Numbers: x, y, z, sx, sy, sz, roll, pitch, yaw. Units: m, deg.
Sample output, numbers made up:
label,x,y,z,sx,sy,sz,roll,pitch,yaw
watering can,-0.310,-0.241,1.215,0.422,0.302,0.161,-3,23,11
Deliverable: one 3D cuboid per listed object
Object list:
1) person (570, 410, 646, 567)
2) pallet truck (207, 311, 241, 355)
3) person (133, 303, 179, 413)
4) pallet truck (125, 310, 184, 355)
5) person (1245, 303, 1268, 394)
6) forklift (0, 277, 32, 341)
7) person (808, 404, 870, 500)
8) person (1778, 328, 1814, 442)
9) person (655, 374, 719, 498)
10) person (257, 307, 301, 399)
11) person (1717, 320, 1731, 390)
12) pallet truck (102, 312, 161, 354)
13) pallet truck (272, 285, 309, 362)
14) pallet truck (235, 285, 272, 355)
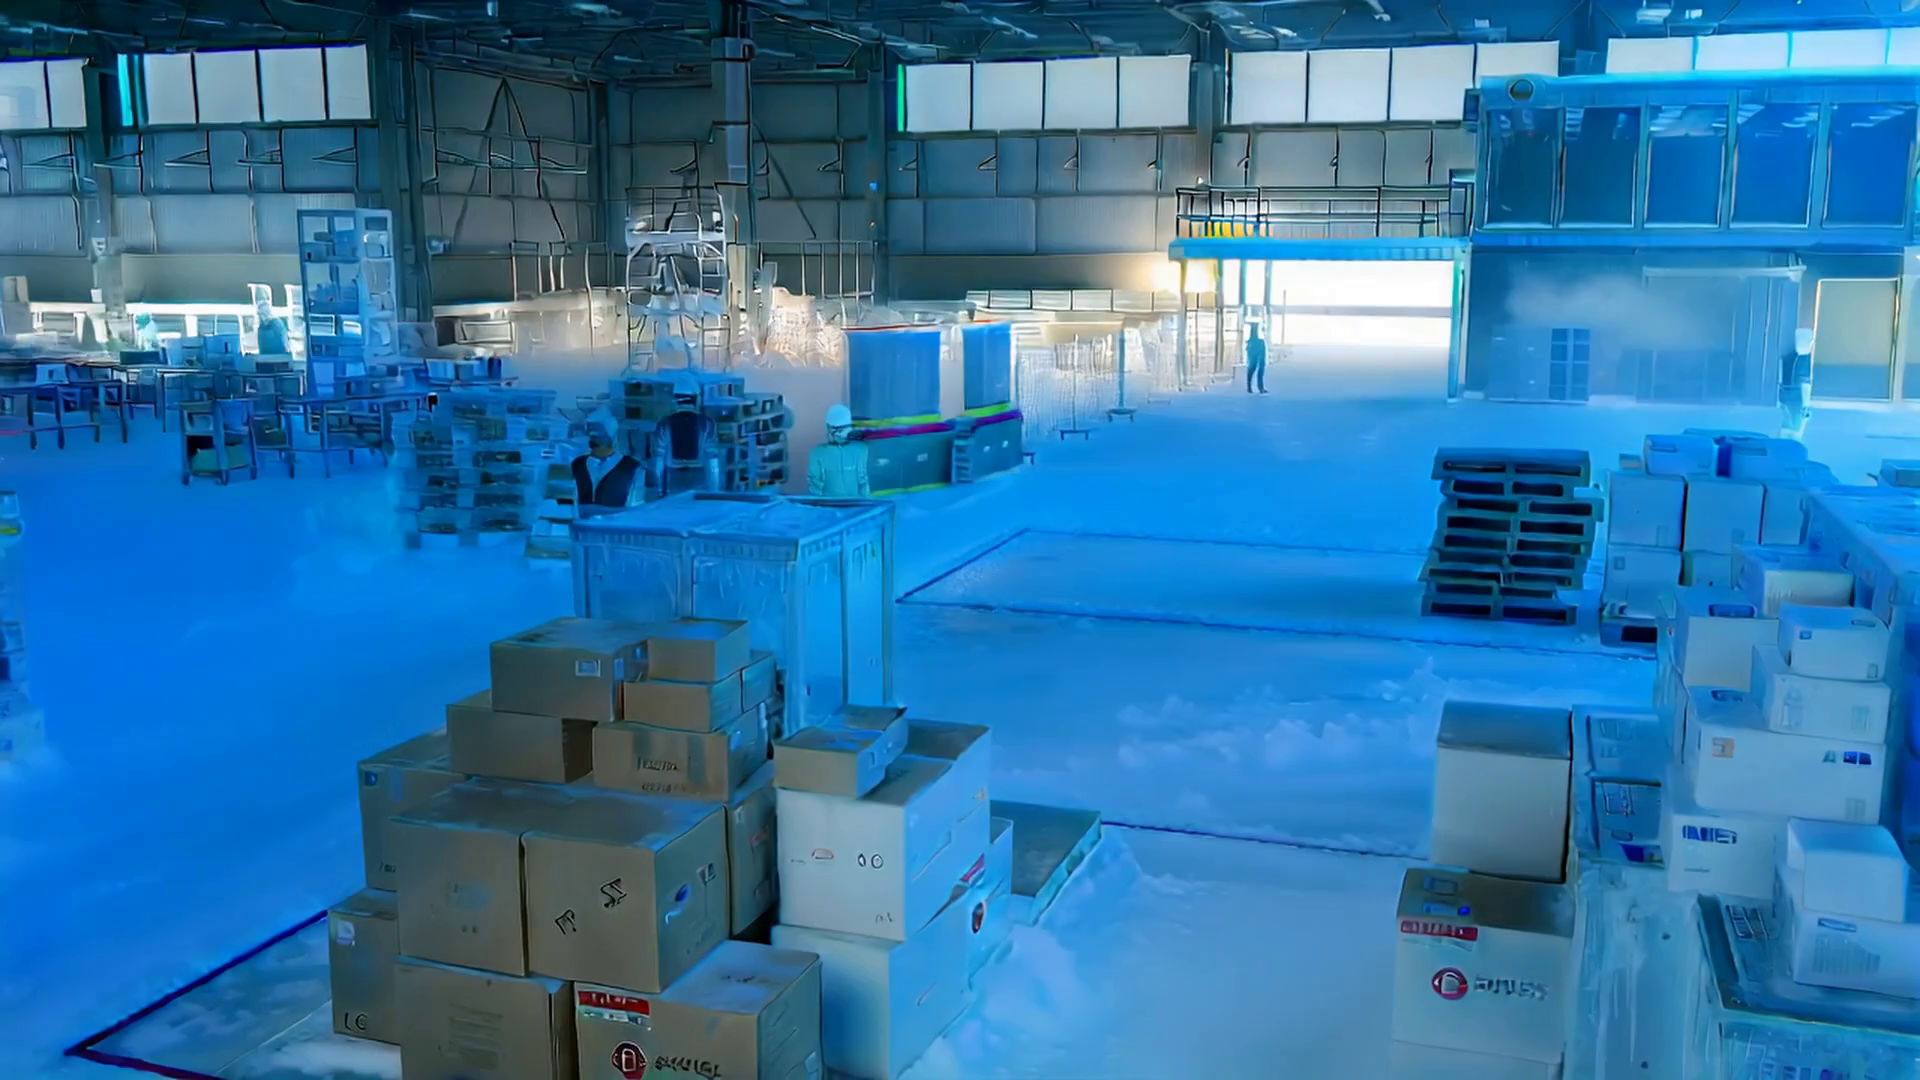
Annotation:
label,x,y,z,sx,sy,sz,roll,pitch,yaw
person,-2.419,0.058,11.458,0.587,1.920,0.390,4,11,24
pallet truck,-19.537,-5.575,44.913,0.653,1.274,1.630,3,11,19
person,-14.598,-3.293,30.113,0.819,2.009,0.603,-9,13,-40
pallet truck,-22.038,-5.665,45.457,0.704,1.261,1.522,3,11,17
person,6.046,-3.890,33.894,0.505,1.847,0.348,9,13,40
forklift,-27.151,-6.329,46.328,1.157,1.987,2.680,3,11,17
person,-0.967,-0.218,13.440,0.528,1.767,0.329,-4,11,-21
person,10.874,-1.770,21.643,0.368,1.957,0.603,0,10,-3
person,-2.334,-0.459,14.311,0.547,1.938,0.378,0,10,2
person,-13.090,-3.540,31.889,0.678,1.869,0.660,2,10,13
person,15.546,-3.896,33.832,0.583,1.880,0.653,0,10,0
pallet truck,-23.057,-5.777,46.261,0.680,1.201,1.601,3,11,19
pallet truck,-17.147,-5.700,43.663,0.823,1.965,1.885,3,11,17
pallet truck,-18.327,-5.835,44.421,0.823,1.965,1.885,4,11,23
